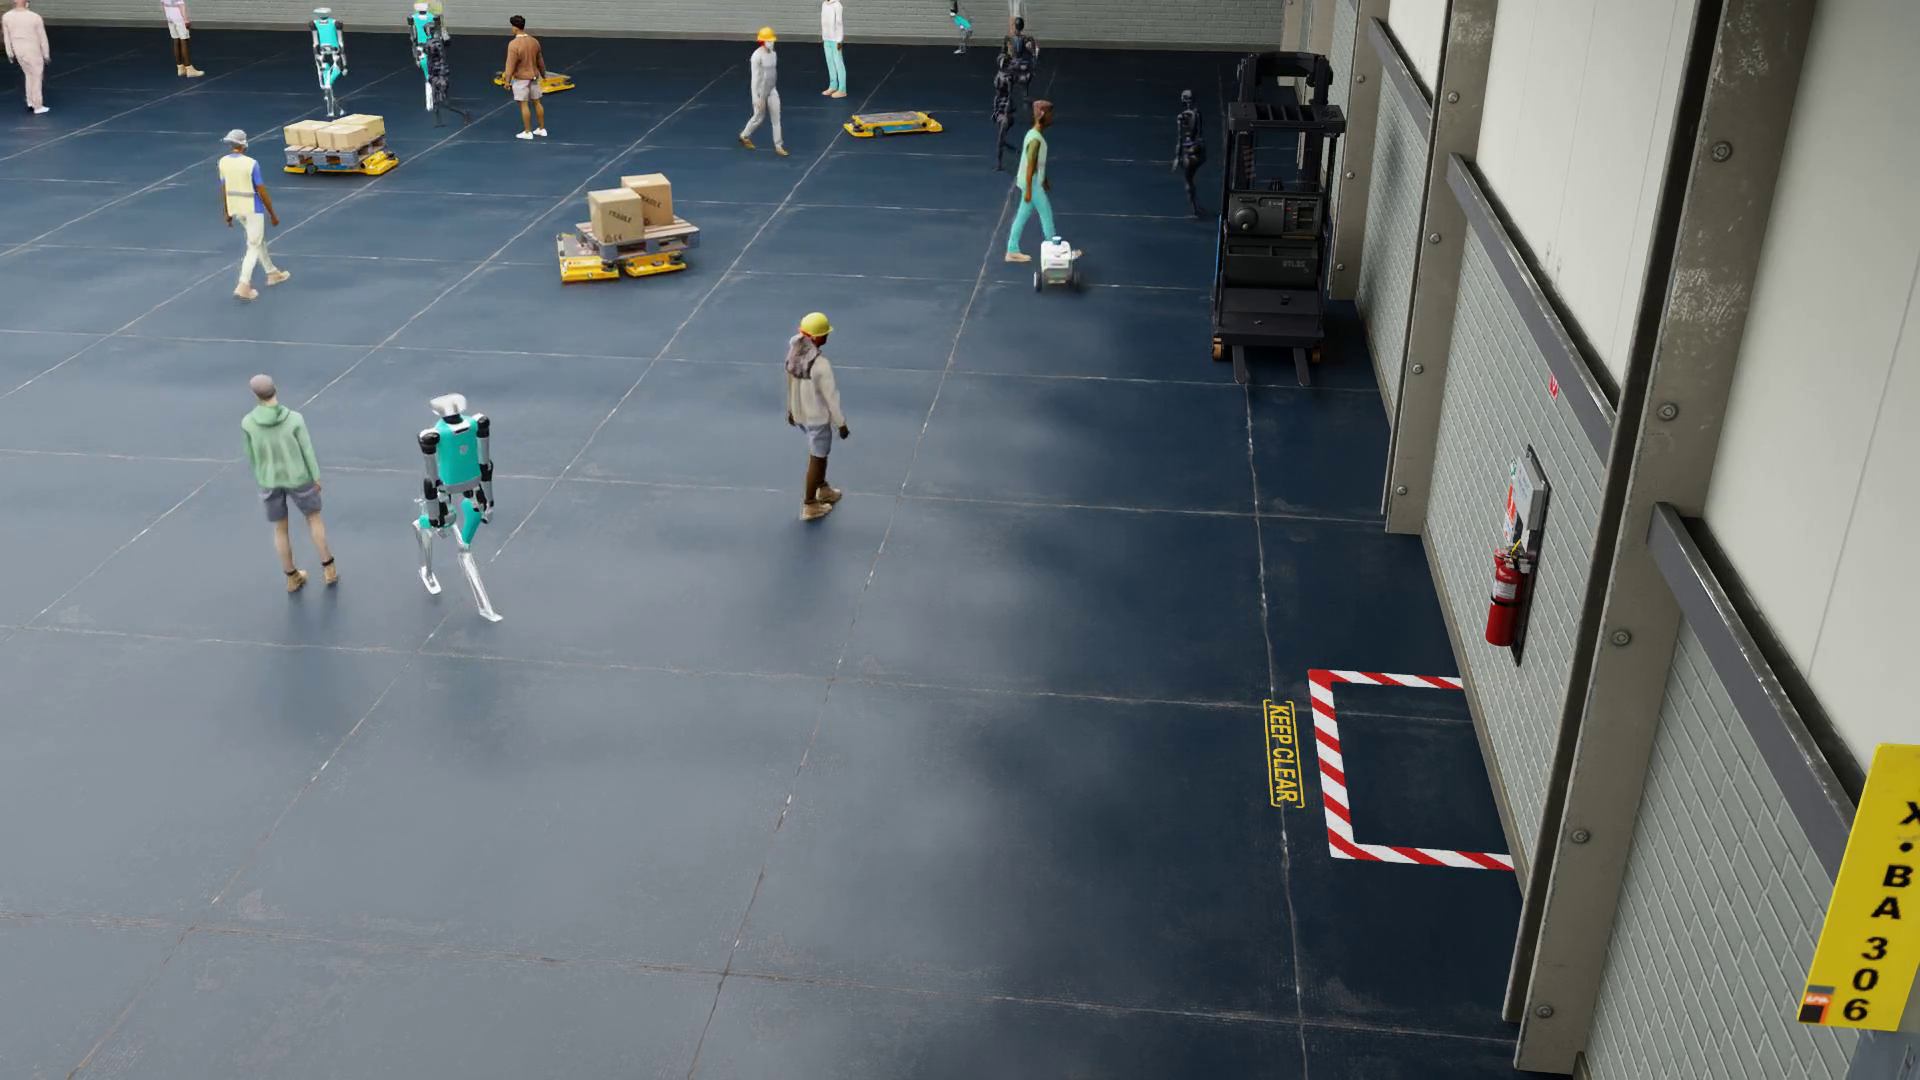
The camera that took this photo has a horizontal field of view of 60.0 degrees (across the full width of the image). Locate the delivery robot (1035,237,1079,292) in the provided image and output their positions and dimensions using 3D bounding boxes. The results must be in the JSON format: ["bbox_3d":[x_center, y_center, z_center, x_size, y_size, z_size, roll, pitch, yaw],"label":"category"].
[{"bbox_3d":[1.112,-3.185,19.179,0.499,0.596,0.775,0,27,1],"label":"delivery robot"}]

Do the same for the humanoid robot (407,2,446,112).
[{"bbox_3d":[-8.773,-8.025,27.563,0.530,1.785,0.890,-5,27,-9],"label":"humanoid robot"}]

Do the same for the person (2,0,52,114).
[{"bbox_3d":[-15.234,-7.966,27.255,0.655,1.873,0.535,2,27,4],"label":"person"}]

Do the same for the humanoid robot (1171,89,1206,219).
[{"bbox_3d":[3.008,-4.999,21.554,0.385,1.647,0.601,21,33,35],"label":"humanoid robot"}]

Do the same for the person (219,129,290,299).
[{"bbox_3d":[-8.024,-3.681,18.727,0.552,1.851,0.976,8,28,16],"label":"person"}]

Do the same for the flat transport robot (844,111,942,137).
[{"bbox_3d":[-1.060,-6.555,26.224,1.431,0.231,0.659,-8,28,-16],"label":"flat transport robot"}]

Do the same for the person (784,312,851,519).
[{"bbox_3d":[-1.109,-1.028,13.539,0.626,1.741,0.573,-21,33,-35],"label":"person"}]

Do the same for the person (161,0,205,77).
[{"bbox_3d":[-14.045,-9.378,29.892,0.604,2.036,0.389,18,32,32],"label":"person"}]

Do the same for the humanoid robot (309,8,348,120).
[{"bbox_3d":[-10.168,-7.560,26.653,0.530,1.774,1.018,1,27,3],"label":"humanoid robot"}]

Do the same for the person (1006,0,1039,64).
[{"bbox_3d":[1.093,-9.745,30.831,0.689,1.852,0.540,0,27,0],"label":"person"}]

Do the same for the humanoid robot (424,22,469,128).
[{"bbox_3d":[-8.178,-7.361,26.279,0.619,1.629,0.613,-20,33,-35],"label":"humanoid robot"}]

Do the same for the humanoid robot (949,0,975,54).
[{"bbox_3d":[0.011,-10.113,31.817,0.754,1.886,0.545,-1,27,-2],"label":"humanoid robot"}]

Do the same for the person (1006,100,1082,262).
[{"bbox_3d":[1.000,-4.227,19.723,0.970,1.928,0.500,0,27,1],"label":"person"}]

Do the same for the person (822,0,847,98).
[{"bbox_3d":[-2.162,-8.532,28.353,0.349,1.907,0.486,-21,34,-36],"label":"person"}]

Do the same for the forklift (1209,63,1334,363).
[{"bbox_3d":[3.241,-3.477,17.183,1.129,2.768,1.873,3,27,6],"label":"forklift"}]

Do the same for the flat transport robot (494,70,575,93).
[{"bbox_3d":[-7.498,-8.080,29.269,1.431,0.231,0.659,21,33,35],"label":"flat transport robot"}]

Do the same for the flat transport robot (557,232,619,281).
[{"bbox_3d":[-4.478,-3.414,19.953,0.659,0.231,1.431,-6,27,-13],"label":"flat transport robot"}]

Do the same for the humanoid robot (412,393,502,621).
[{"bbox_3d":[-3.780,-0.295,12.161,1.038,1.779,0.530,23,35,38],"label":"humanoid robot"}]

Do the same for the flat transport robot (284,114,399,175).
[{"bbox_3d":[-8.949,-5.474,24.066,1.431,0.231,0.659,2,27,4],"label":"flat transport robot"}]

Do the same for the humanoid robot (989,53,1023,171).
[{"bbox_3d":[0.695,-6.134,23.833,0.575,1.642,0.584,-9,28,-17],"label":"humanoid robot"}]

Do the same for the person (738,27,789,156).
[{"bbox_3d":[-2.944,-6.669,24.680,0.821,1.868,0.588,21,34,36],"label":"person"}]

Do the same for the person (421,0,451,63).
[{"bbox_3d":[-9.502,-9.268,30.058,0.420,1.687,0.534,10,28,19],"label":"person"}]

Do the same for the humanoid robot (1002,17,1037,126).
[{"bbox_3d":[0.921,-7.433,26.390,0.599,1.657,0.315,3,27,6],"label":"humanoid robot"}]

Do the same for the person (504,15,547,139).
[{"bbox_3d":[-6.657,-7.133,25.615,0.388,1.848,0.776,19,32,33],"label":"person"}]

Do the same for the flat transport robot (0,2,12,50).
[{"bbox_3d":[-18.930,-9.538,32.180,0.659,0.231,1.431,2,27,4],"label":"flat transport robot"}]

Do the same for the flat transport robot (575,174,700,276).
[{"bbox_3d":[-3.892,-3.487,20.099,0.659,0.231,1.431,-15,30,-27],"label":"flat transport robot"}]

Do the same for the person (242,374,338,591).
[{"bbox_3d":[-5.001,-0.417,12.341,0.481,1.734,0.411,-7,27,-14],"label":"person"}]
